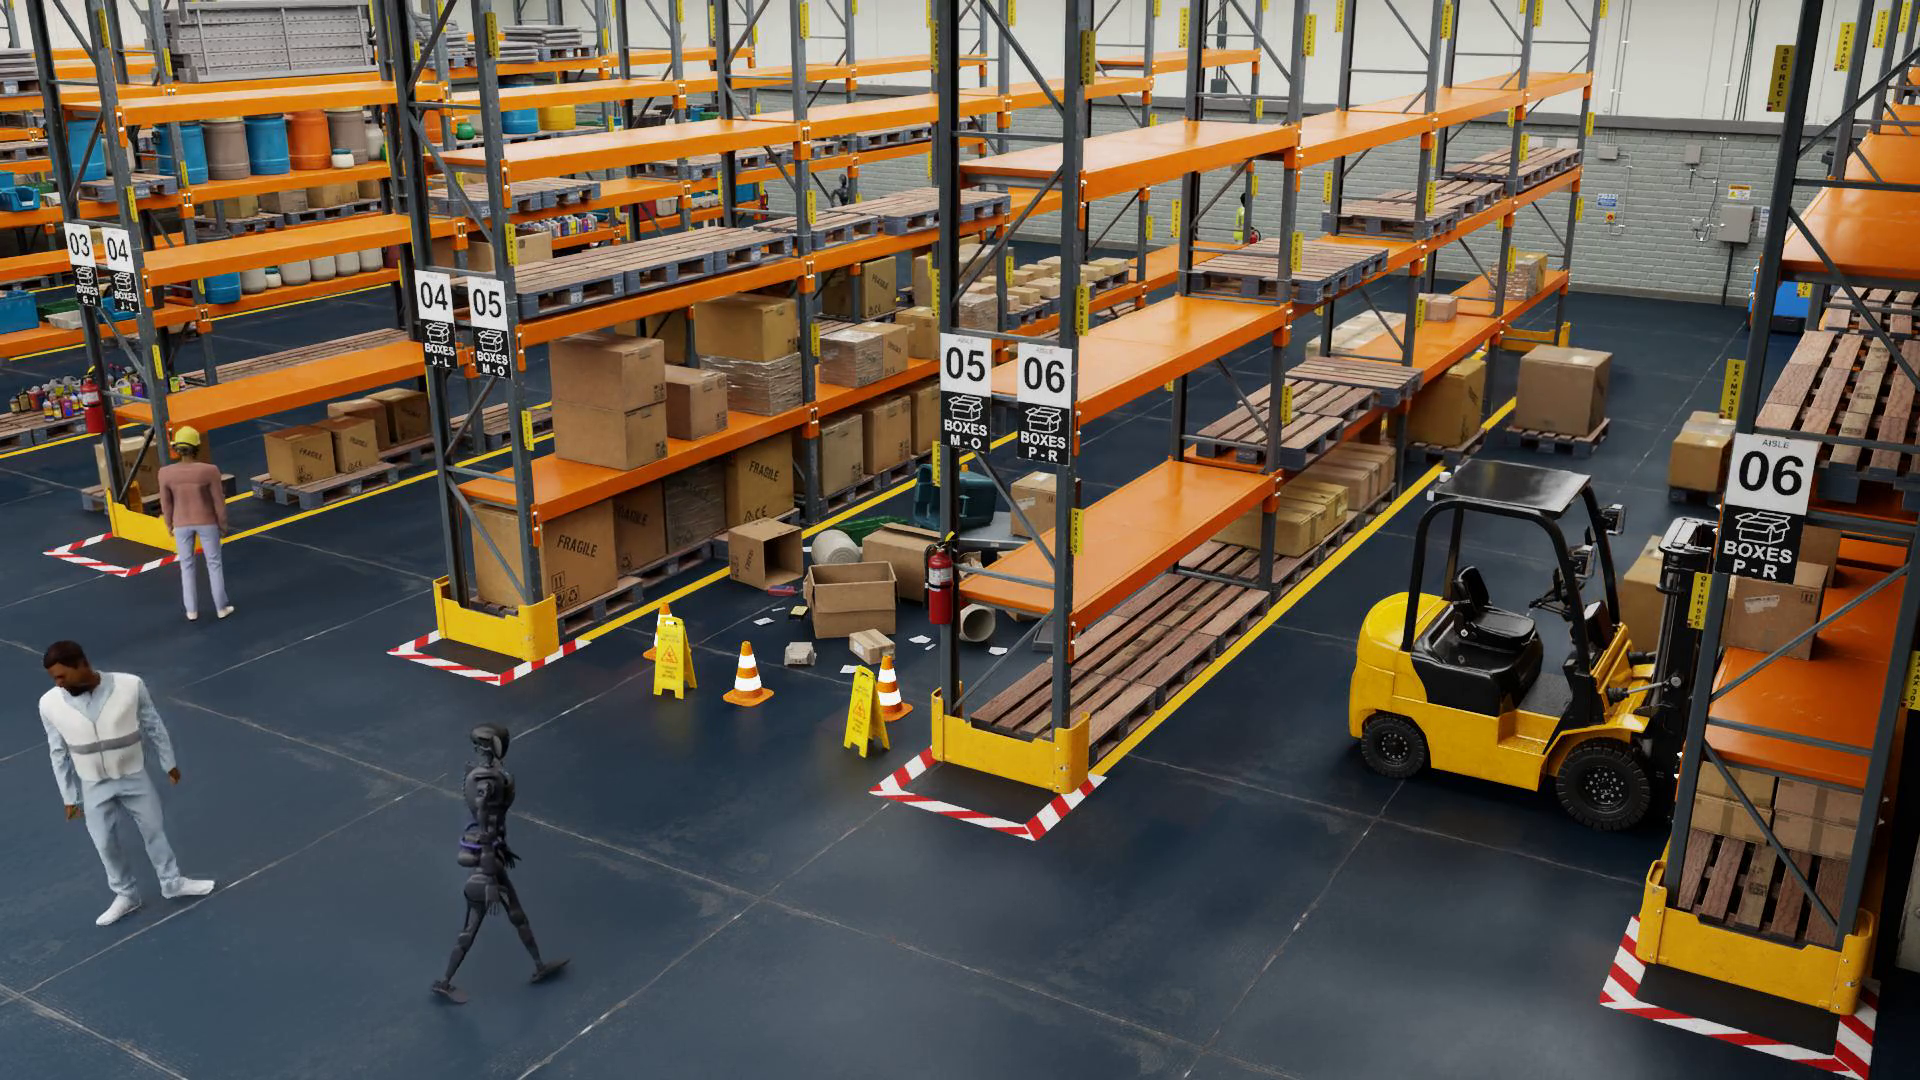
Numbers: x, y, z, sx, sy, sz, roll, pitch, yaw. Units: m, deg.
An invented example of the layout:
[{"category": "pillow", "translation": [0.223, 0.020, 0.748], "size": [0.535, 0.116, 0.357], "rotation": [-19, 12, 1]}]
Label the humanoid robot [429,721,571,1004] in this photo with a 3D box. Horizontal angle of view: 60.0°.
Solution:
[{"category": "humanoid robot", "translation": [-2.646, 1.800, 9.341], "size": [0.787, 1.617, 0.611], "rotation": [-2, 19, -7]}]

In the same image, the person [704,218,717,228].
[{"category": "person", "translation": [-5.240, -7.062, 34.863], "size": [0.492, 1.688, 0.348], "rotation": [-6, 20, -18]}]

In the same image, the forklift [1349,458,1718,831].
[{"category": "forklift", "translation": [3.988, 0.658, 11.776], "size": [2.313, 2.155, 1.214], "rotation": [11, 22, 29]}]

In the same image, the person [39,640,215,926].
[{"category": "person", "translation": [-5.038, 1.420, 10.063], "size": [0.774, 1.872, 0.386], "rotation": [-9, 21, -23]}]

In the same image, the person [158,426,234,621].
[{"category": "person", "translation": [-6.764, -0.144, 14.755], "size": [0.541, 1.757, 0.361], "rotation": [-5, 20, -13]}]

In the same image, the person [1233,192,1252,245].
[{"category": "person", "translation": [5.163, -5.510, 30.373], "size": [0.321, 1.686, 0.537], "rotation": [-1, 19, -3]}]

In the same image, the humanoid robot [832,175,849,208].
[{"category": "humanoid robot", "translation": [-2.313, -6.497, 33.348], "size": [0.600, 1.653, 0.776], "rotation": [-10, 21, -26]}]

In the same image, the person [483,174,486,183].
[{"category": "person", "translation": [-10.408, -7.729, 36.621], "size": [0.336, 1.798, 0.527], "rotation": [13, 23, 32]}]

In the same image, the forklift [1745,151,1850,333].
[{"category": "forklift", "translation": [13.620, -4.667, 26.137], "size": [1.873, 2.768, 1.129], "rotation": [11, 22, 29]}]
